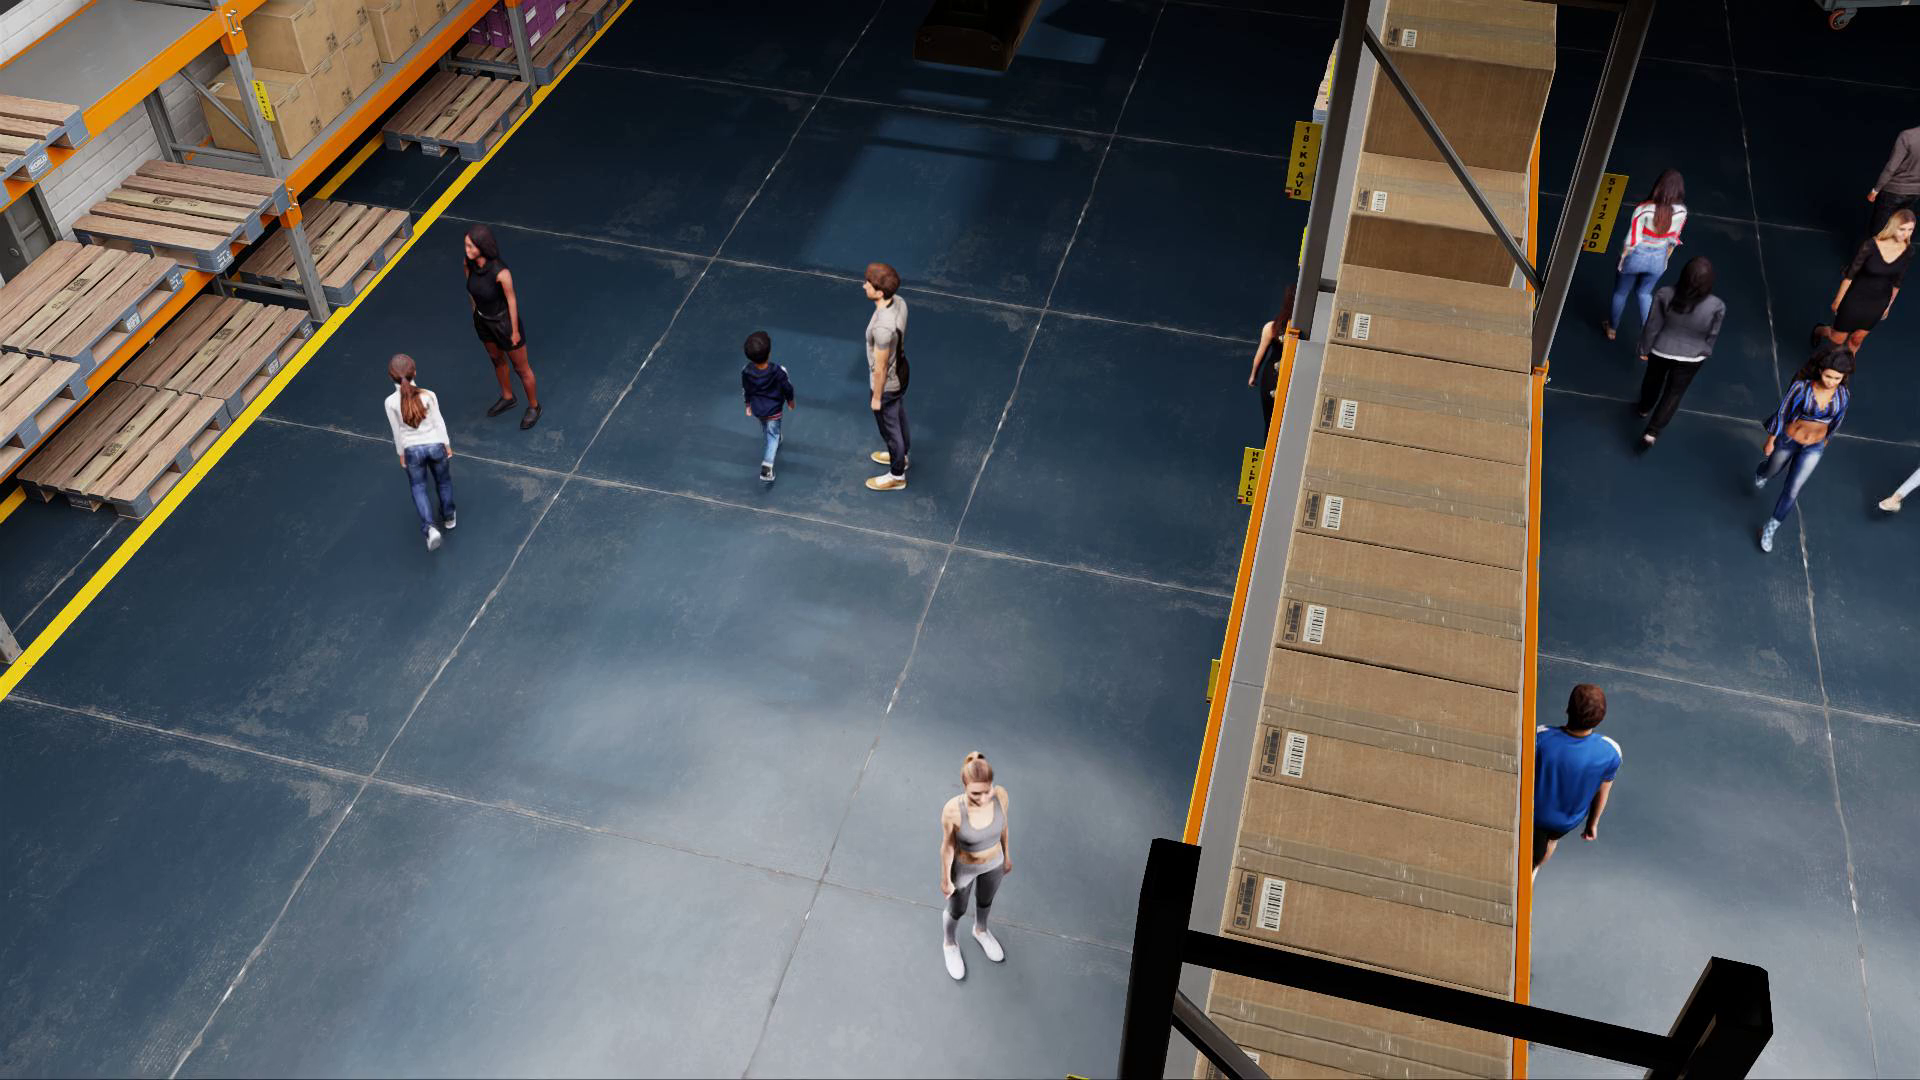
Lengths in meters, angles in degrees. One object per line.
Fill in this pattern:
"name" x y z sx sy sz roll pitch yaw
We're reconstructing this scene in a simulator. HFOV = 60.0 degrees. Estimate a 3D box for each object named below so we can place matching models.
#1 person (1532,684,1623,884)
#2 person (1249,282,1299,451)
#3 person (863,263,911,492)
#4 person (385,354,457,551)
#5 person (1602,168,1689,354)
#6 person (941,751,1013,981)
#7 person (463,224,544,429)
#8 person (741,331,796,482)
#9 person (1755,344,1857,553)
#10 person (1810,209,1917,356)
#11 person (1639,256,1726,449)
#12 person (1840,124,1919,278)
"person" 3.240 1.546 9.123 0.715 1.845 0.928 8 44 8
"person" 2.340 -1.072 12.006 0.736 1.659 1.013 3 44 3
"person" -0.509 -1.174 11.943 0.696 1.892 0.512 7 44 7
"person" -3.726 -0.585 11.581 0.787 1.540 0.944 -11 45 -12
"person" 5.464 -2.179 13.211 0.737 1.599 0.932 -1 44 -1
"person" 0.078 1.748 9.013 0.640 1.704 0.688 -19 47 -19
"person" -3.468 -1.615 12.517 0.647 1.740 0.597 21 48 21
"person" -1.429 -0.977 12.231 0.509 1.210 0.810 10 45 11
"person" 5.871 -0.713 11.675 0.618 1.596 0.979 11 45 11
"person" 6.953 -1.877 12.845 0.659 1.667 0.825 1 44 1
"person" 5.328 -1.391 12.395 0.863 1.584 1.073 25 49 24
"person" 7.850 -2.917 13.863 0.714 1.768 0.678 -1 44 -1
